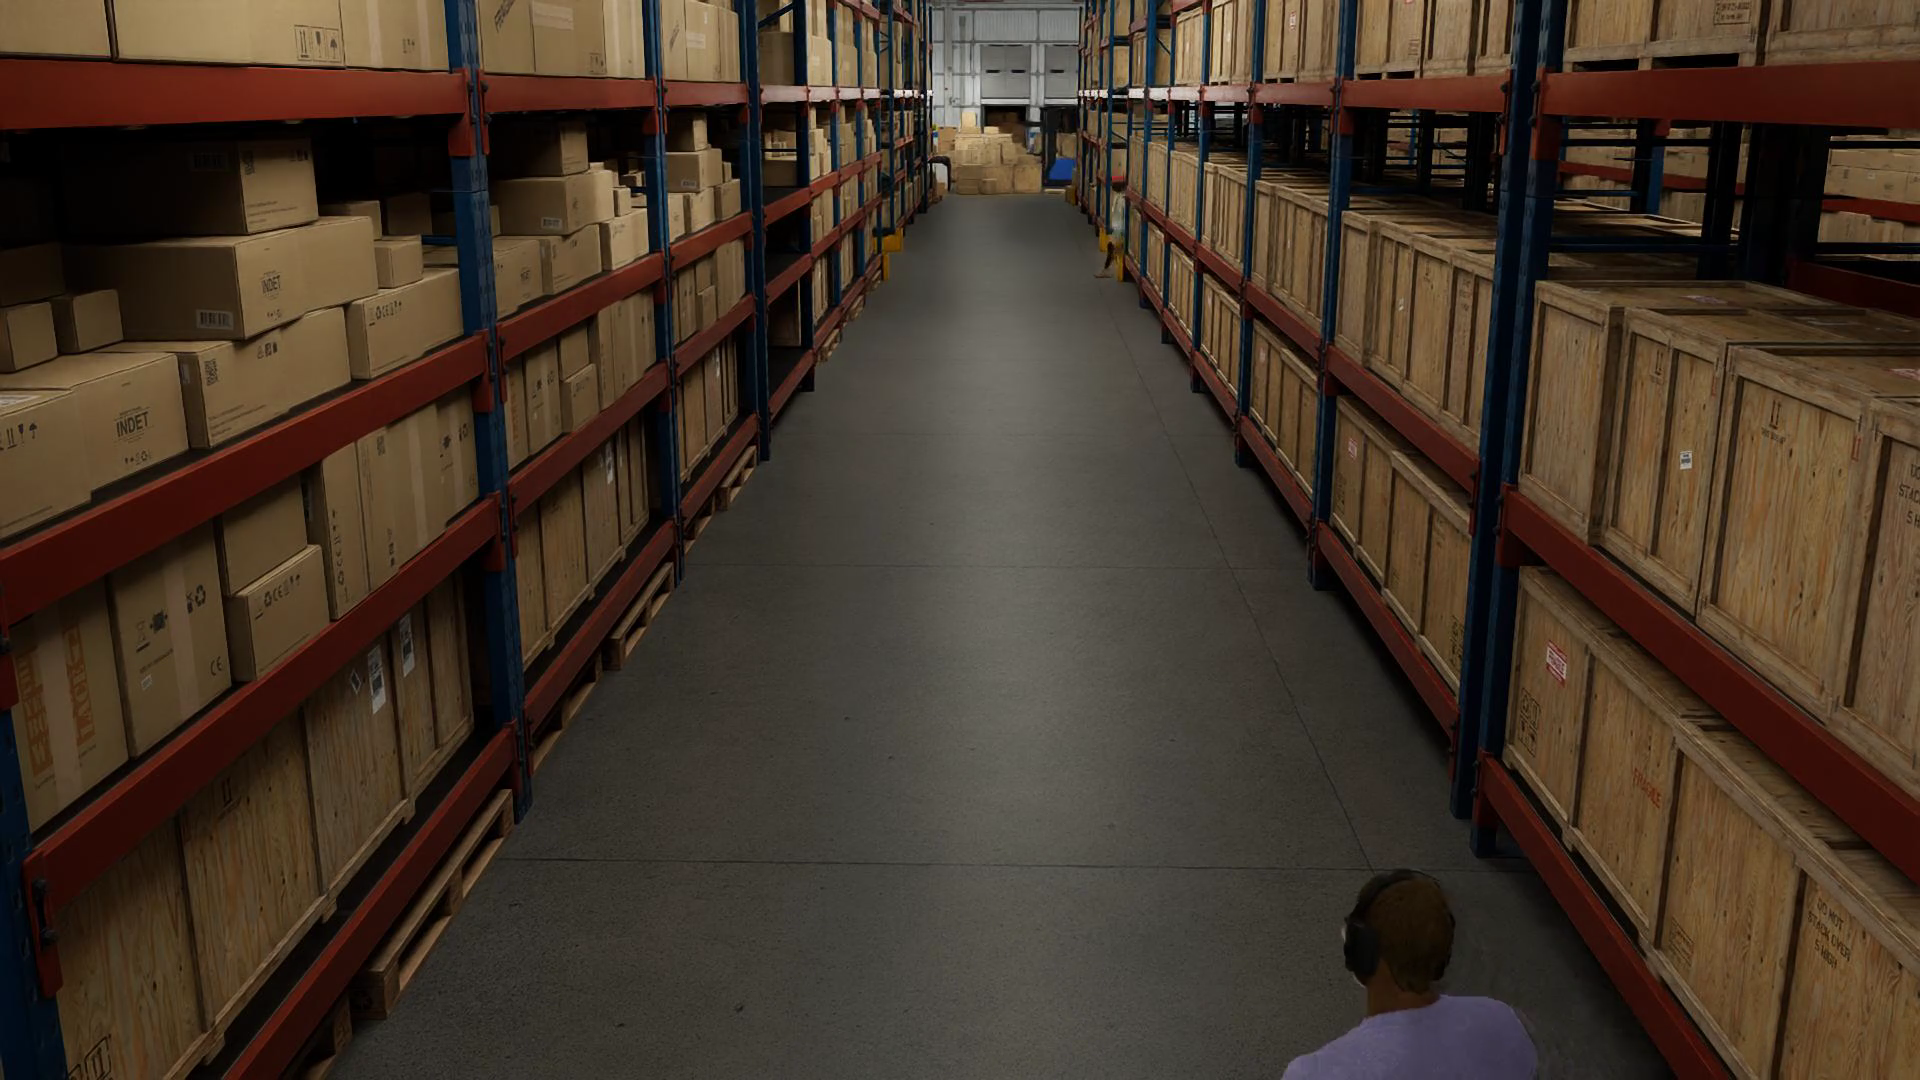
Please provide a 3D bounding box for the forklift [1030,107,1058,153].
[{"bbox_3d":[4.232,-19.269,79.486,1.129,2.768,1.873,-8,17,-26],"label":"forklift"}]

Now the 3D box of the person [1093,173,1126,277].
[{"bbox_3d":[3.137,-6.044,31.967,1.026,2.003,0.619,0,15,2],"label":"person"}]

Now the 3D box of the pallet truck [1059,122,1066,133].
[{"bbox_3d":[5.788,-21.111,88.014,1.885,1.965,0.823,5,16,18],"label":"pallet truck"}]

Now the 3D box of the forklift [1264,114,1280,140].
[{"bbox_3d":[11.031,-14.038,60.023,1.129,2.768,1.873,0,15,2],"label":"forklift"}]

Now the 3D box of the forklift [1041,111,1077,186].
[{"bbox_3d":[3.469,-14.642,62.270,1.873,2.768,1.129,0,15,1],"label":"forklift"}]

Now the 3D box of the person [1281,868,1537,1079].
[{"bbox_3d":[0.883,1.630,3.555,0.750,1.912,0.487,-9,17,-29],"label":"person"}]
